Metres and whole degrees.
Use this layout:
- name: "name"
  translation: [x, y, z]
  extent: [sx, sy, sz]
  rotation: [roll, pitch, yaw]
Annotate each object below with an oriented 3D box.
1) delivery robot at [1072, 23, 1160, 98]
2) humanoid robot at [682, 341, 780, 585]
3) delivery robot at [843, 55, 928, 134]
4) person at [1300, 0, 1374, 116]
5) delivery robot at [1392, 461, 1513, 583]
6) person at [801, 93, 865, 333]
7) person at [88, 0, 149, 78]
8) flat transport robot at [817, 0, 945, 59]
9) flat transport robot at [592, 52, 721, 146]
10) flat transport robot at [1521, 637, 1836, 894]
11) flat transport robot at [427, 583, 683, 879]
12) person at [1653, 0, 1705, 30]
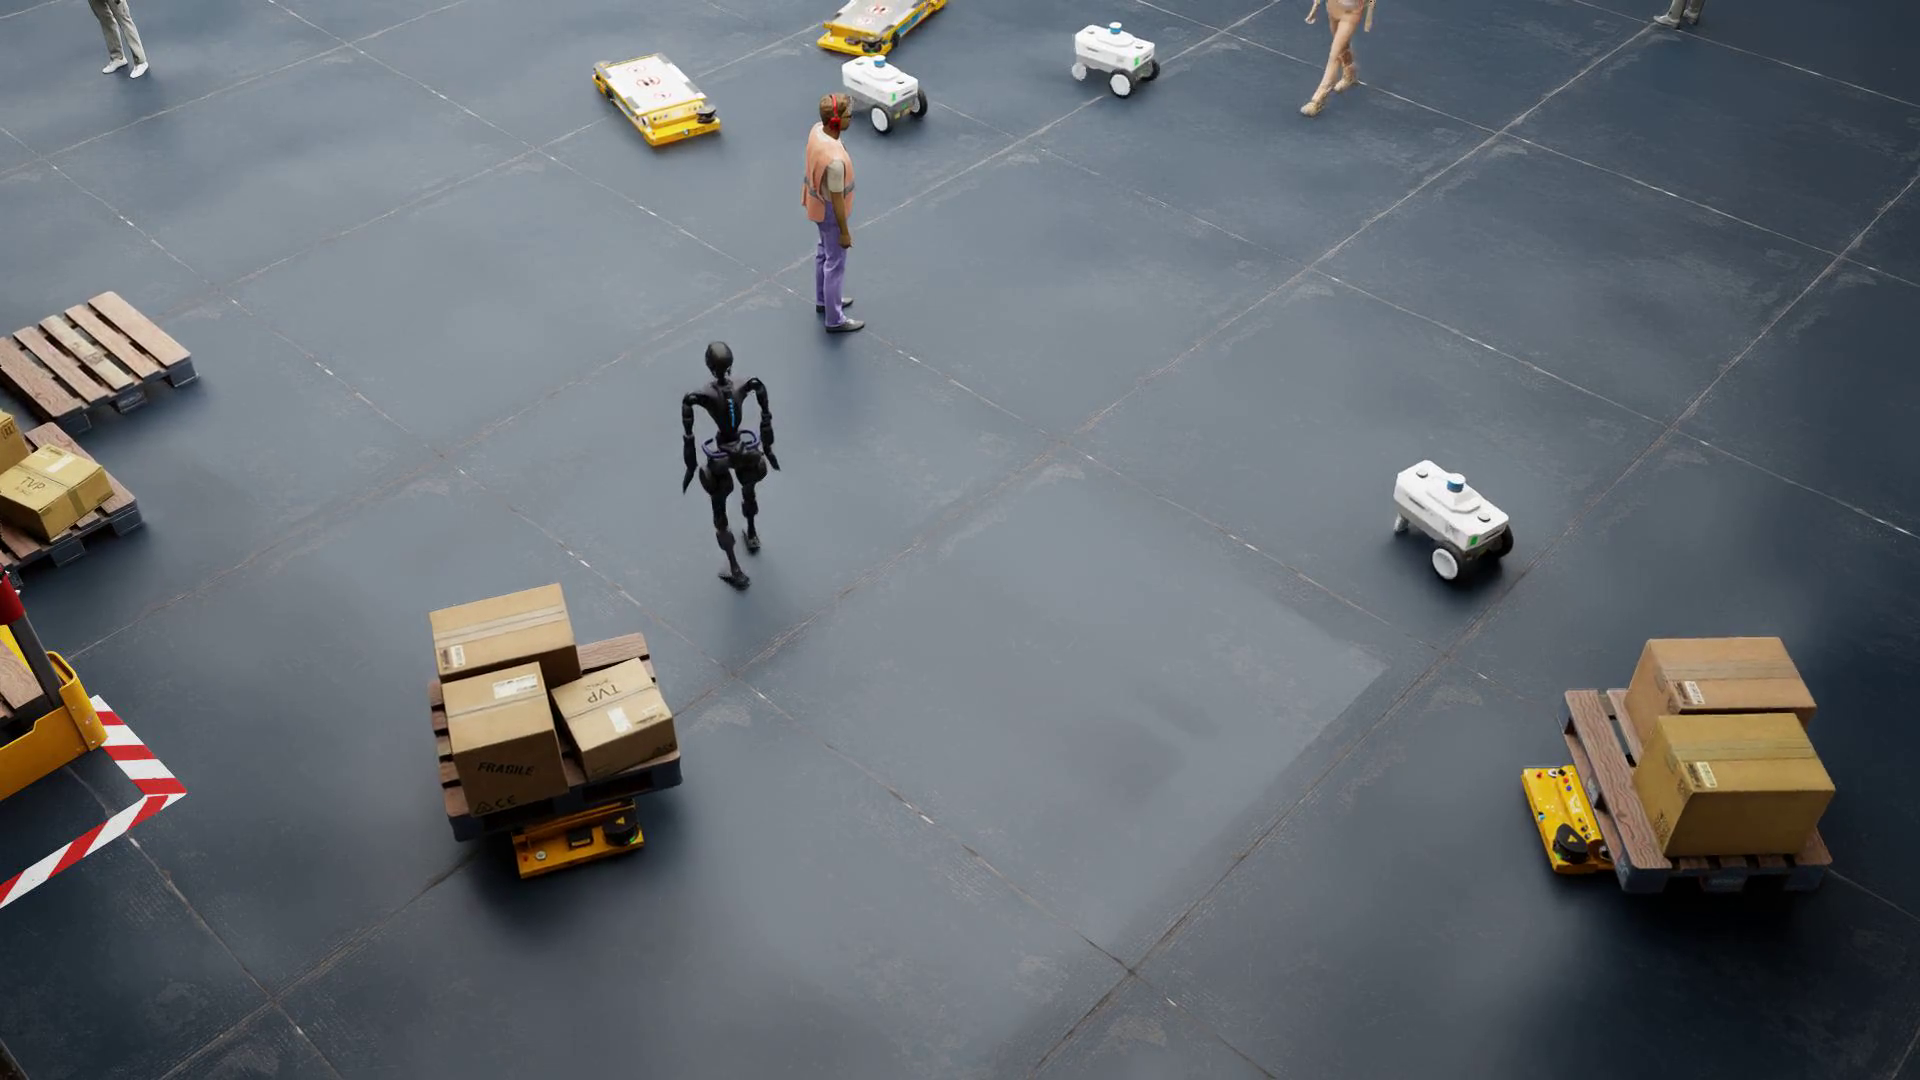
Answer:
- name: "delivery robot"
  translation: [1.417, -4.445, 15.235]
  extent: [0.756, 0.571, 0.499]
  rotation: [26, 48, 26]
- name: "humanoid robot"
  translation: [-1.381, -0.479, 10.019]
  extent: [0.609, 1.658, 0.549]
  rotation: [-19, 45, -20]
- name: "delivery robot"
  translation: [-0.681, -3.986, 14.752]
  extent: [0.778, 0.607, 0.510]
  rotation: [33, 51, 31]
- name: "person"
  translation: [3.373, -4.669, 14.652]
  extent: [0.924, 1.697, 0.487]
  rotation: [-33, 51, -31]
- name: "delivery robot"
  translation: [3.104, -0.137, 10.479]
  extent: [0.520, 0.614, 0.785]
  rotation: [-25, 48, -25]
- name: "person"
  translation: [-0.931, -2.350, 11.970]
  extent: [0.391, 1.836, 0.559]
  rotation: [-12, 43, -13]
- name: "person"
  translation: [-7.787, -5.011, 15.069]
  extent: [0.513, 1.640, 0.306]
  rotation: [14, 44, 15]
- name: "flat transport robot"
  translation: [-0.755, -5.091, 16.184]
  extent: [0.659, 0.231, 1.431]
  rotation: [19, 45, 20]
- name: "flat transport robot"
  translation: [-2.749, -3.990, 14.961]
  extent: [0.659, 0.231, 1.431]
  rotation: [-21, 46, -22]
- name: "flat transport robot"
  translation: [3.816, 1.457, 8.906]
  extent: [1.431, 0.231, 0.659]
  rotation: [-1, 42, -1]
- name: "flat transport robot"
  translation: [-2.213, 1.196, 9.196]
  extent: [0.659, 0.231, 1.431]
  rotation: [-13, 44, -14]
- name: "person"
  translation: [7.065, -5.754, 15.740]
  extent: [0.563, 1.849, 0.391]
  rotation: [-16, 44, -17]
